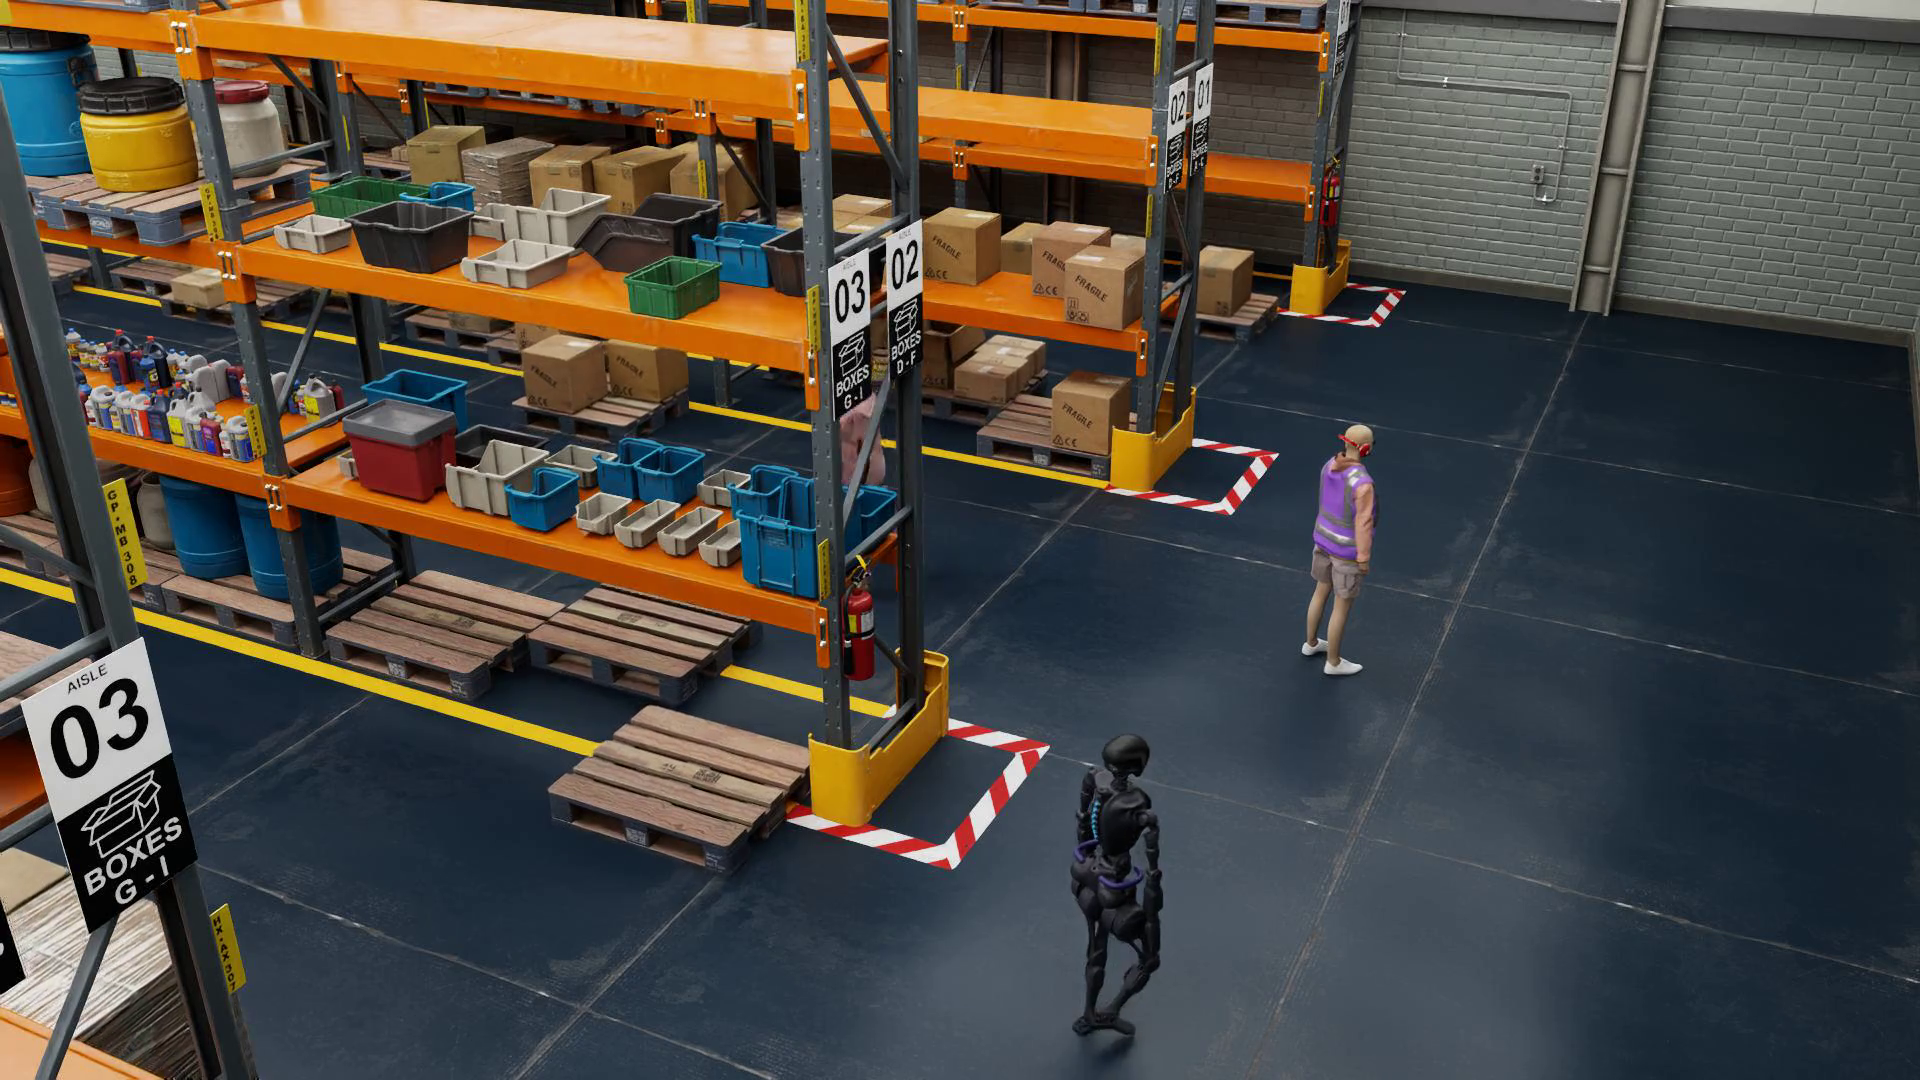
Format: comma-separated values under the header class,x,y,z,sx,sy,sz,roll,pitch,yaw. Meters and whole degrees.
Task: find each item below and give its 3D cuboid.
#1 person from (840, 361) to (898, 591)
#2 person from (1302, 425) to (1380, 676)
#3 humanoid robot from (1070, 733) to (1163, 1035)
class,x,y,z,sx,sy,sz,roll,pitch,yaw
person,-0.631,-0.476,11.544,0.548,1.784,0.534,-2,26,-4
person,2.430,0.059,10.586,0.347,1.688,0.491,-10,28,-20
humanoid robot,0.700,1.565,7.541,0.336,1.654,0.592,-16,30,-29
